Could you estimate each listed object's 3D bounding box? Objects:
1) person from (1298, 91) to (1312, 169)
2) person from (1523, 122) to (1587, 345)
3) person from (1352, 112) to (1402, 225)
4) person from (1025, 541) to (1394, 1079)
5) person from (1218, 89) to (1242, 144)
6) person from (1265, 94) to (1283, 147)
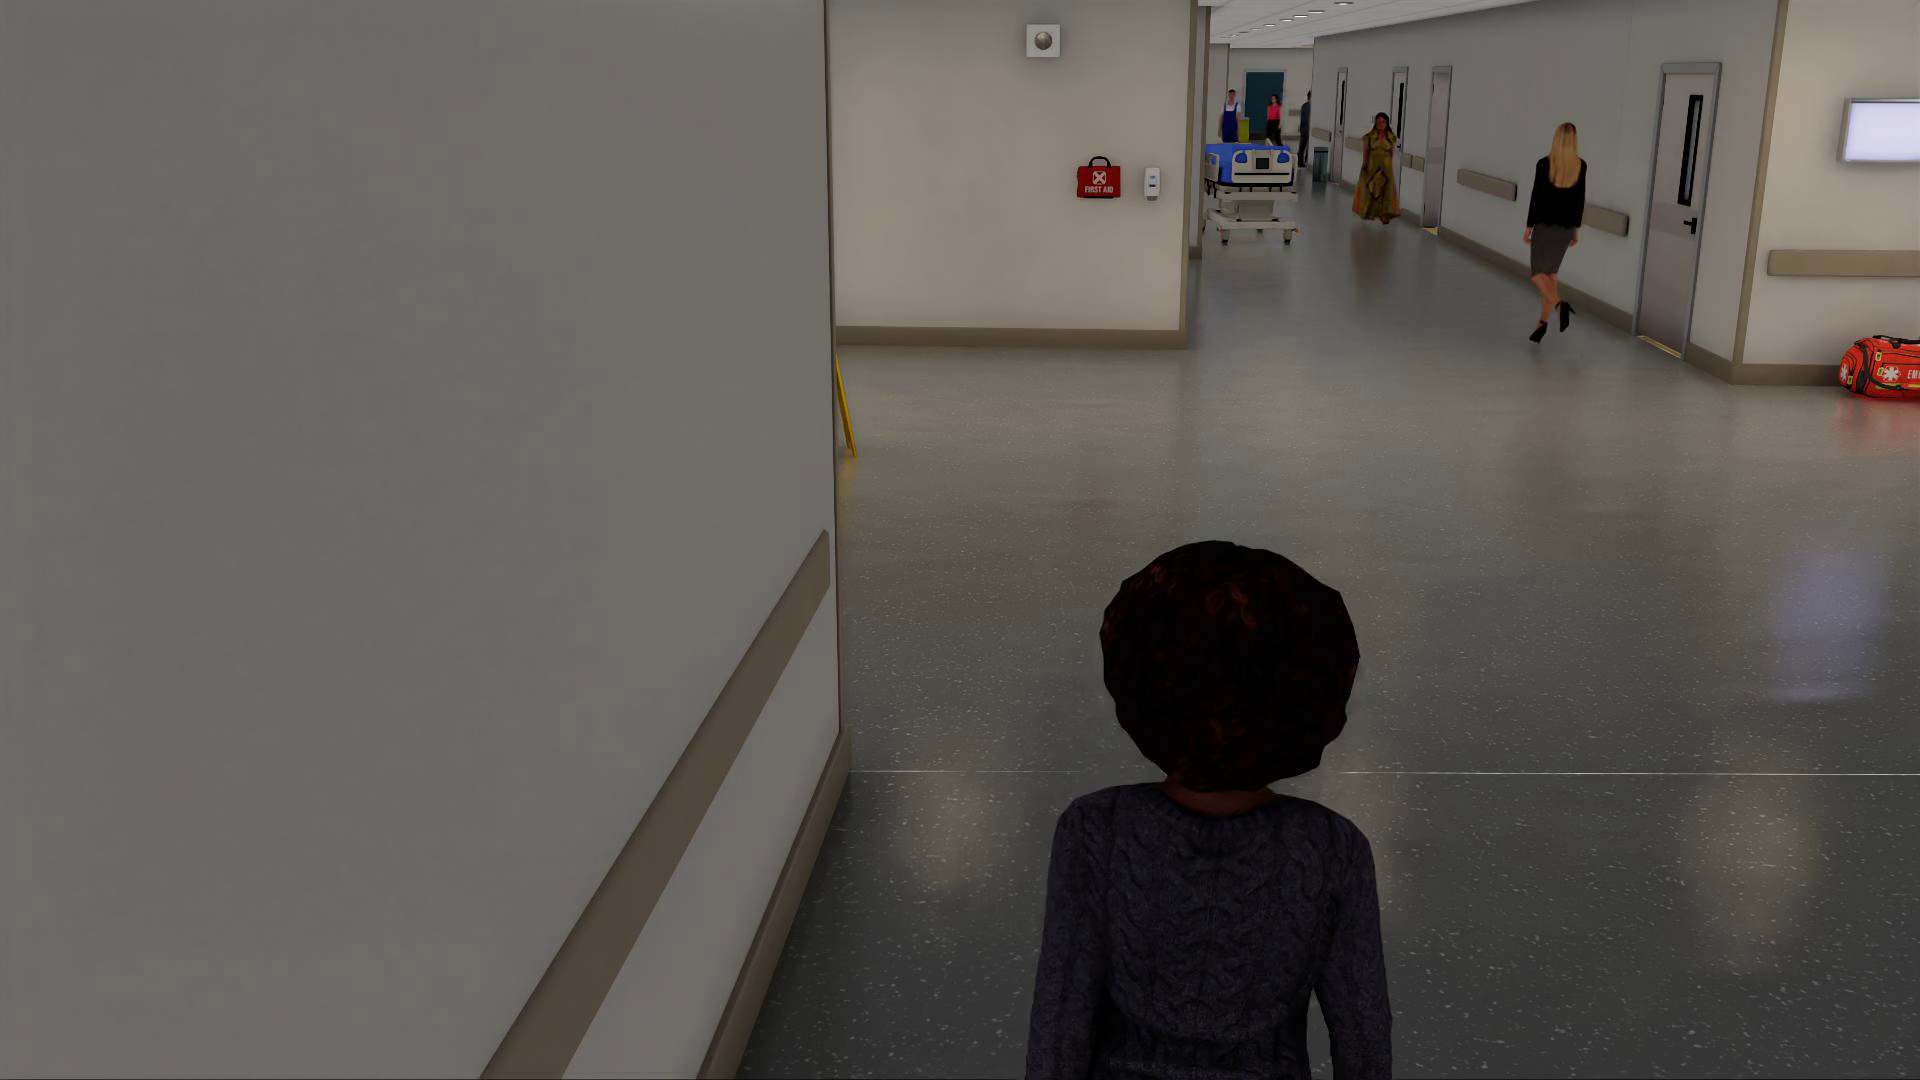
[{"bbox_3d":[8.199,-9.766,39.593,0.861,1.792,0.818,-10,19,-32],"label":"person"},{"bbox_3d":[4.936,-2.487,13.723,0.947,1.820,0.835,-3,16,-9],"label":"person"},{"bbox_3d":[6.247,-5.564,25.025,1.185,1.608,0.847,0,16,0],"label":"person"},{"bbox_3d":[0.279,0.872,2.049,0.887,1.689,0.757,4,16,13],"label":"person"},{"bbox_3d":[6.345,-9.650,39.094,0.642,1.839,0.767,5,16,16],"label":"person"},{"bbox_3d":[8.390,-10.994,44.268,1.106,1.619,0.993,10,19,33],"label":"person"}]
